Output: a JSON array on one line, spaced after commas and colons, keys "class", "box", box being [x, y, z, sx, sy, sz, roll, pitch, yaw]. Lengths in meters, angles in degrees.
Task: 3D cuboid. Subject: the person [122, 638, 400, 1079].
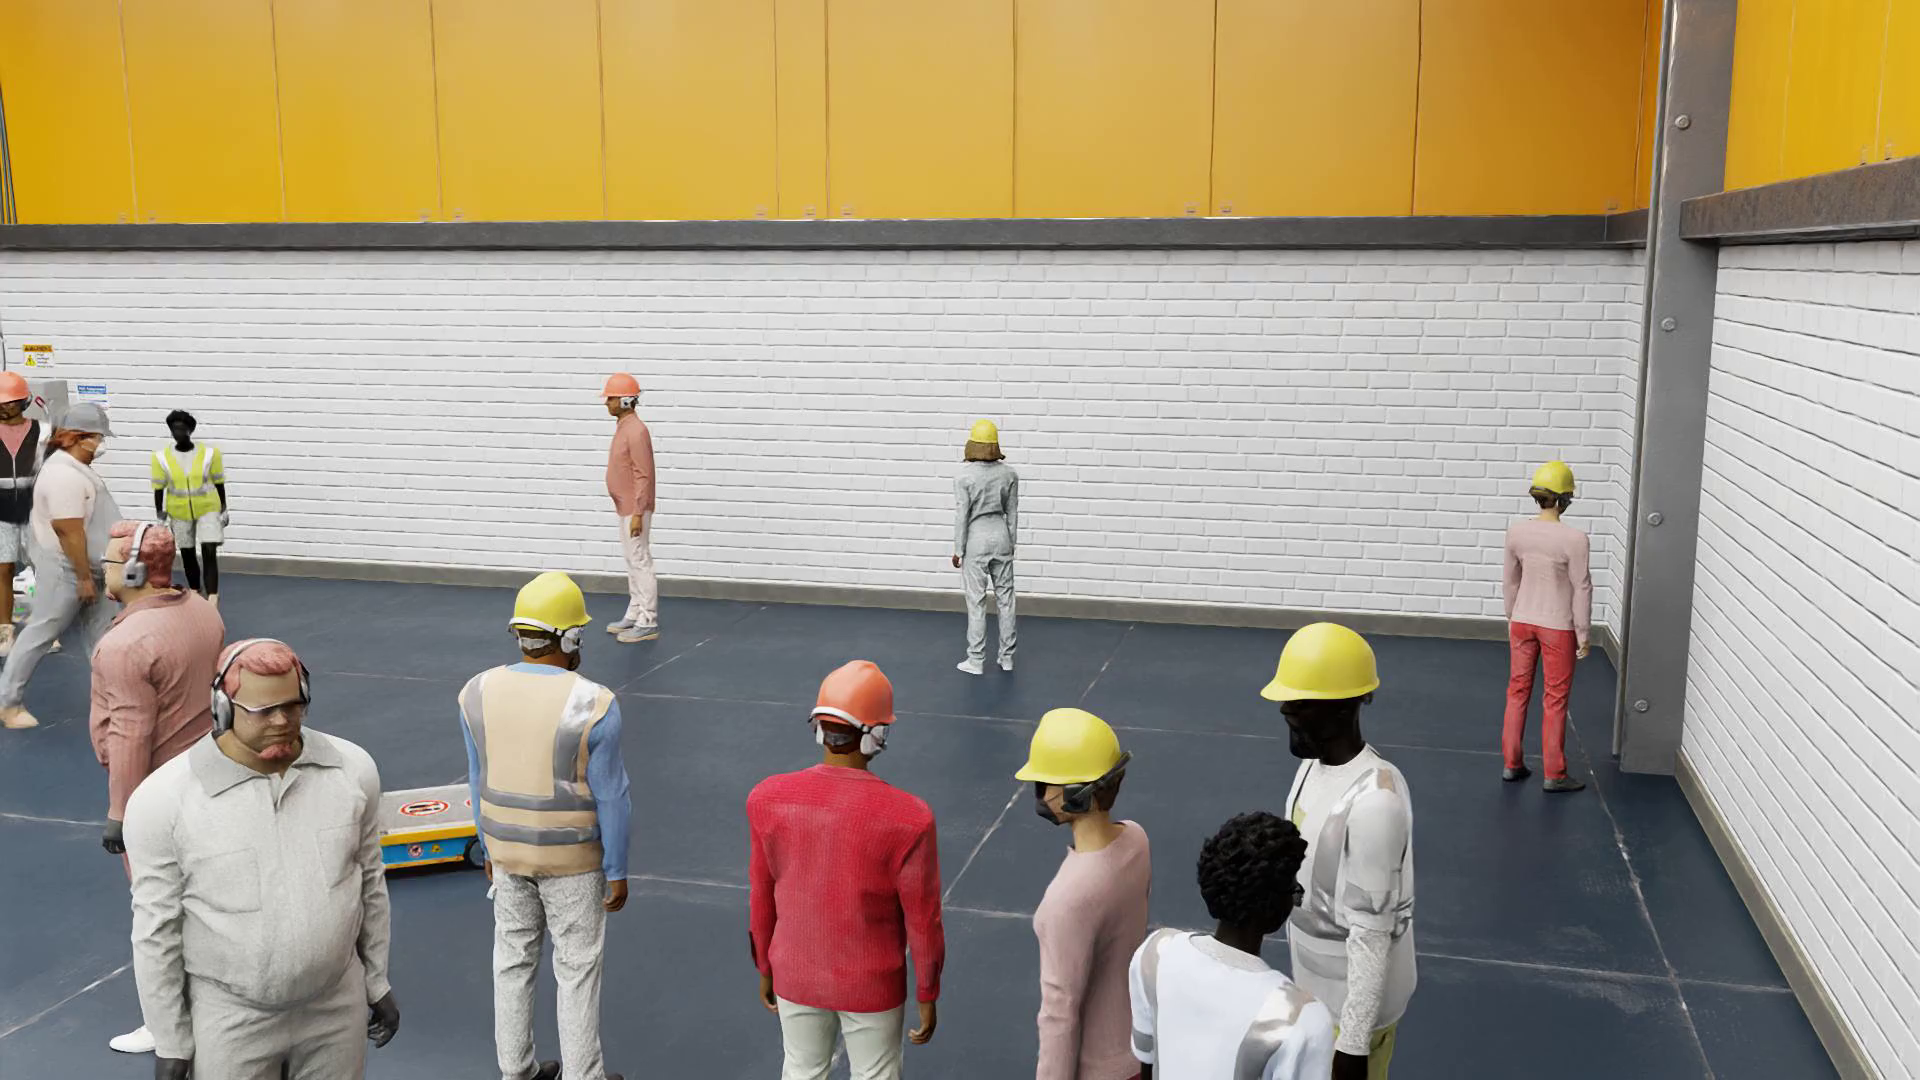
[{"class": "person", "box": [-1.725, 1.182, 4.218, 0.642, 1.906, 0.410, -9, 13, -43]}]

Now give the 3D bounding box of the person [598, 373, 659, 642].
[{"class": "person", "box": [-2.454, -0.243, 12.340, 0.395, 1.994, 0.612, -4, 10, -21]}]

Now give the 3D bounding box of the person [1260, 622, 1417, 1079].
[{"class": "person", "box": [0.968, 1.157, 4.344, 0.411, 1.918, 0.581, -1, 10, -5]}]

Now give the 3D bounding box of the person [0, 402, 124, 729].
[{"class": "person", "box": [-5.444, 0.115, 10.097, 1.025, 2.000, 0.692, -3, 10, -17]}]

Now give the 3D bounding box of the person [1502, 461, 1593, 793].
[{"class": "person", "box": [3.127, 0.459, 8.868, 0.302, 1.772, 0.523, -7, 12, -36]}]

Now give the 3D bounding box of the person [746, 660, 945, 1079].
[{"class": "person", "box": [-0.308, 1.193, 4.641, 0.573, 1.738, 0.352, 3, 10, 17]}]

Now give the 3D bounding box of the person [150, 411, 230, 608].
[{"class": "person", "box": [-6.064, -0.200, 13.101, 0.541, 1.643, 0.803, -3, 10, -17]}]

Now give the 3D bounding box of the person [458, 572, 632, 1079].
[{"class": "person", "box": [-1.336, 1.011, 5.476, 0.585, 1.824, 0.405, 3, 10, 17]}]

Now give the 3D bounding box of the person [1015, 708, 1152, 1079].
[{"class": "person", "box": [0.310, 1.273, 4.105, 0.353, 1.758, 0.529, 5, 11, 26]}]

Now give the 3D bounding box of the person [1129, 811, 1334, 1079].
[{"class": "person", "box": [0.572, 1.402, 3.559, 0.320, 1.683, 0.541, -8, 13, -40]}]

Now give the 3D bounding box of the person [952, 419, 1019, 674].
[{"class": "person", "box": [0.169, 0.045, 11.377, 0.483, 1.745, 0.305, -4, 11, -23]}]

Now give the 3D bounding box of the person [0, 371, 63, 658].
[{"class": "person", "box": [-6.691, -0.181, 11.845, 0.608, 2.039, 0.395, -5, 11, -25]}]

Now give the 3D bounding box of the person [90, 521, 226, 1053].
[{"class": "person", "box": [-2.896, 0.875, 6.001, 0.409, 1.913, 0.645, 0, 10, 1]}]
